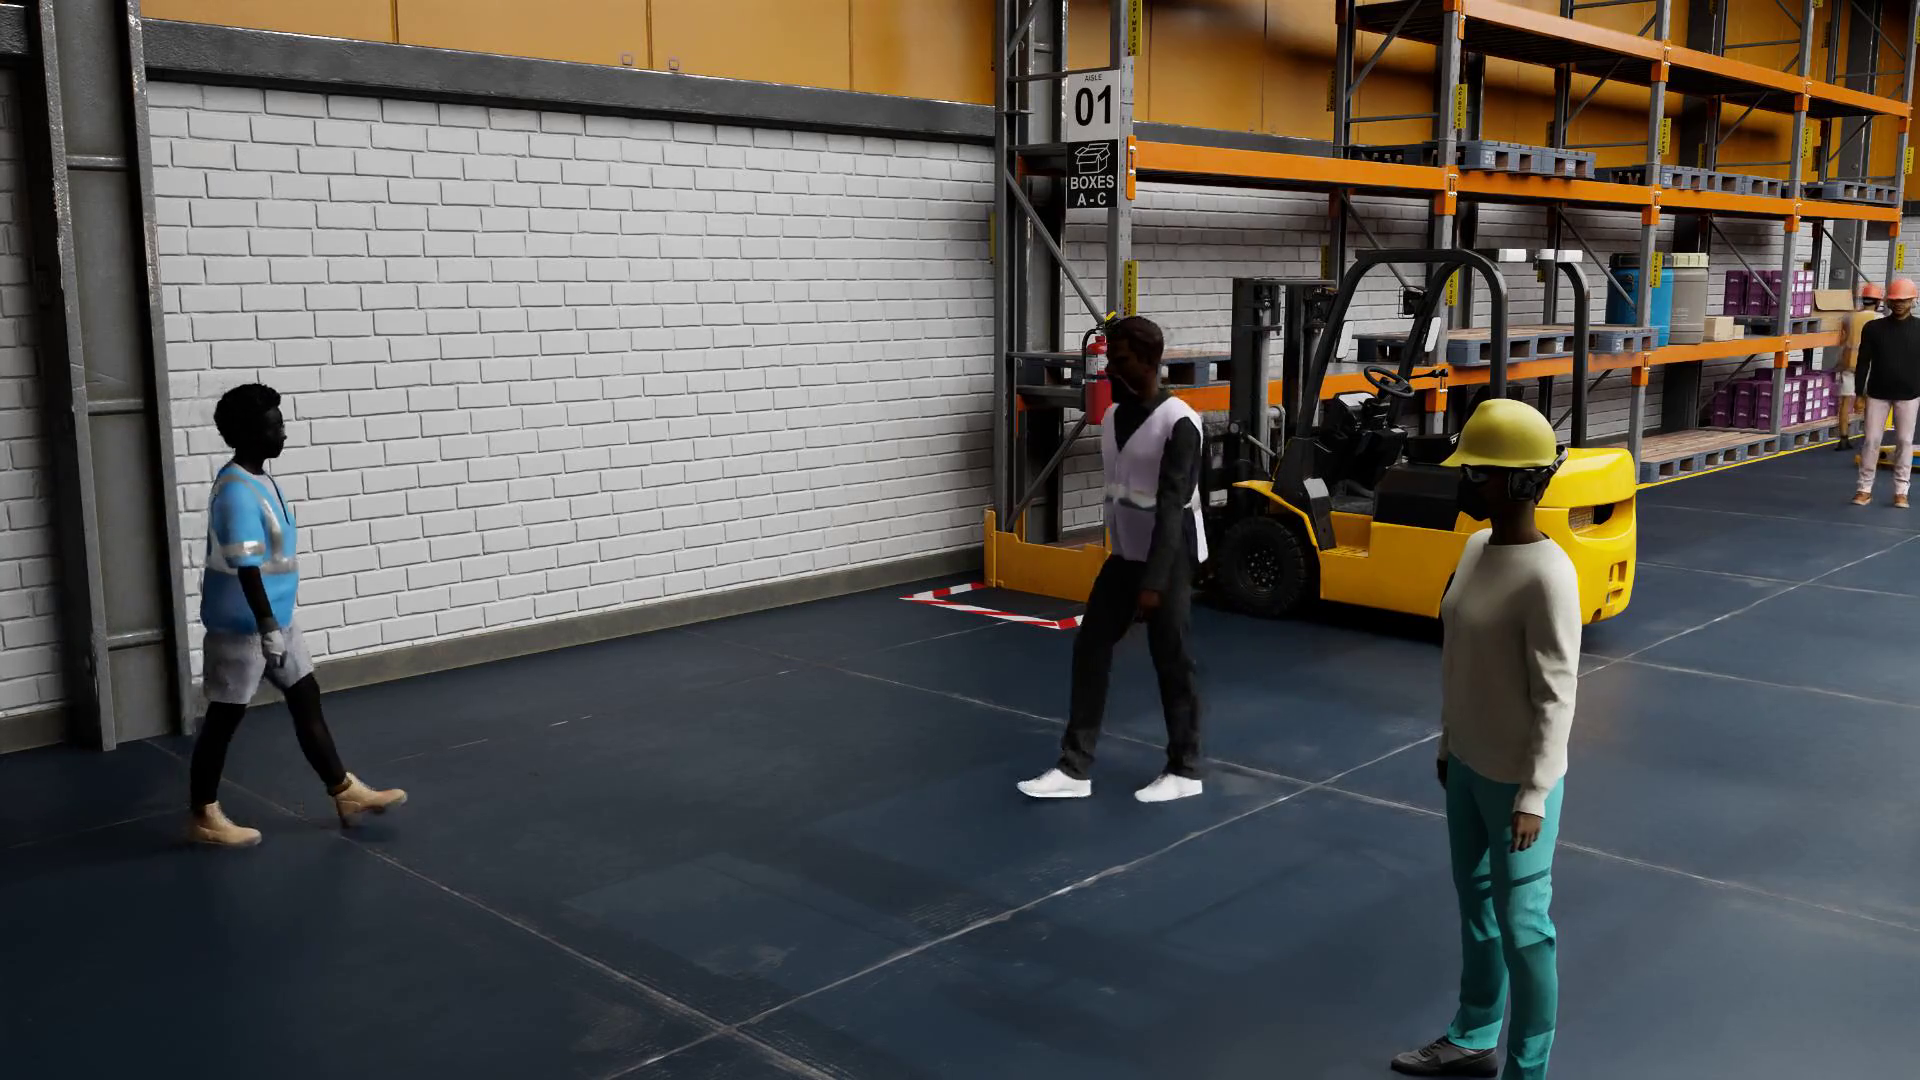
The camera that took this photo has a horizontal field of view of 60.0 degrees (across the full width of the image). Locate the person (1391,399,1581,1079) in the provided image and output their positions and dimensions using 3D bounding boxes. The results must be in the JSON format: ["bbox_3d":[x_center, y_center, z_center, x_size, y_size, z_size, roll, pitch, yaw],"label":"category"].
[{"bbox_3d":[1.284,0.545,4.012,0.313,1.769,0.523,-1,9,-7],"label":"person"}]

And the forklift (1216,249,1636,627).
[{"bbox_3d":[2.710,-0.584,9.626,2.313,2.155,1.214,9,13,43],"label":"forklift"}]

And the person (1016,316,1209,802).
[{"bbox_3d":[0.603,0.110,6.326,0.851,1.889,0.595,-5,11,-29],"label":"person"}]

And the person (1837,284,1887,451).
[{"bbox_3d":[10.360,-1.973,19.054,0.556,1.889,0.934,9,13,44],"label":"person"}]

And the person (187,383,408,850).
[{"bbox_3d":[-2.404,0.279,5.924,0.816,1.657,0.553,-2,9,-11],"label":"person"}]

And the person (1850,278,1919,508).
[{"bbox_3d":[8.118,-1.275,14.472,0.622,1.992,0.395,6,11,33],"label":"person"}]

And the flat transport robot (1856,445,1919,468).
[{"bbox_3d":[10.008,-0.823,16.969,0.652,0.197,1.431,-4,10,-24],"label":"flat transport robot"}]
